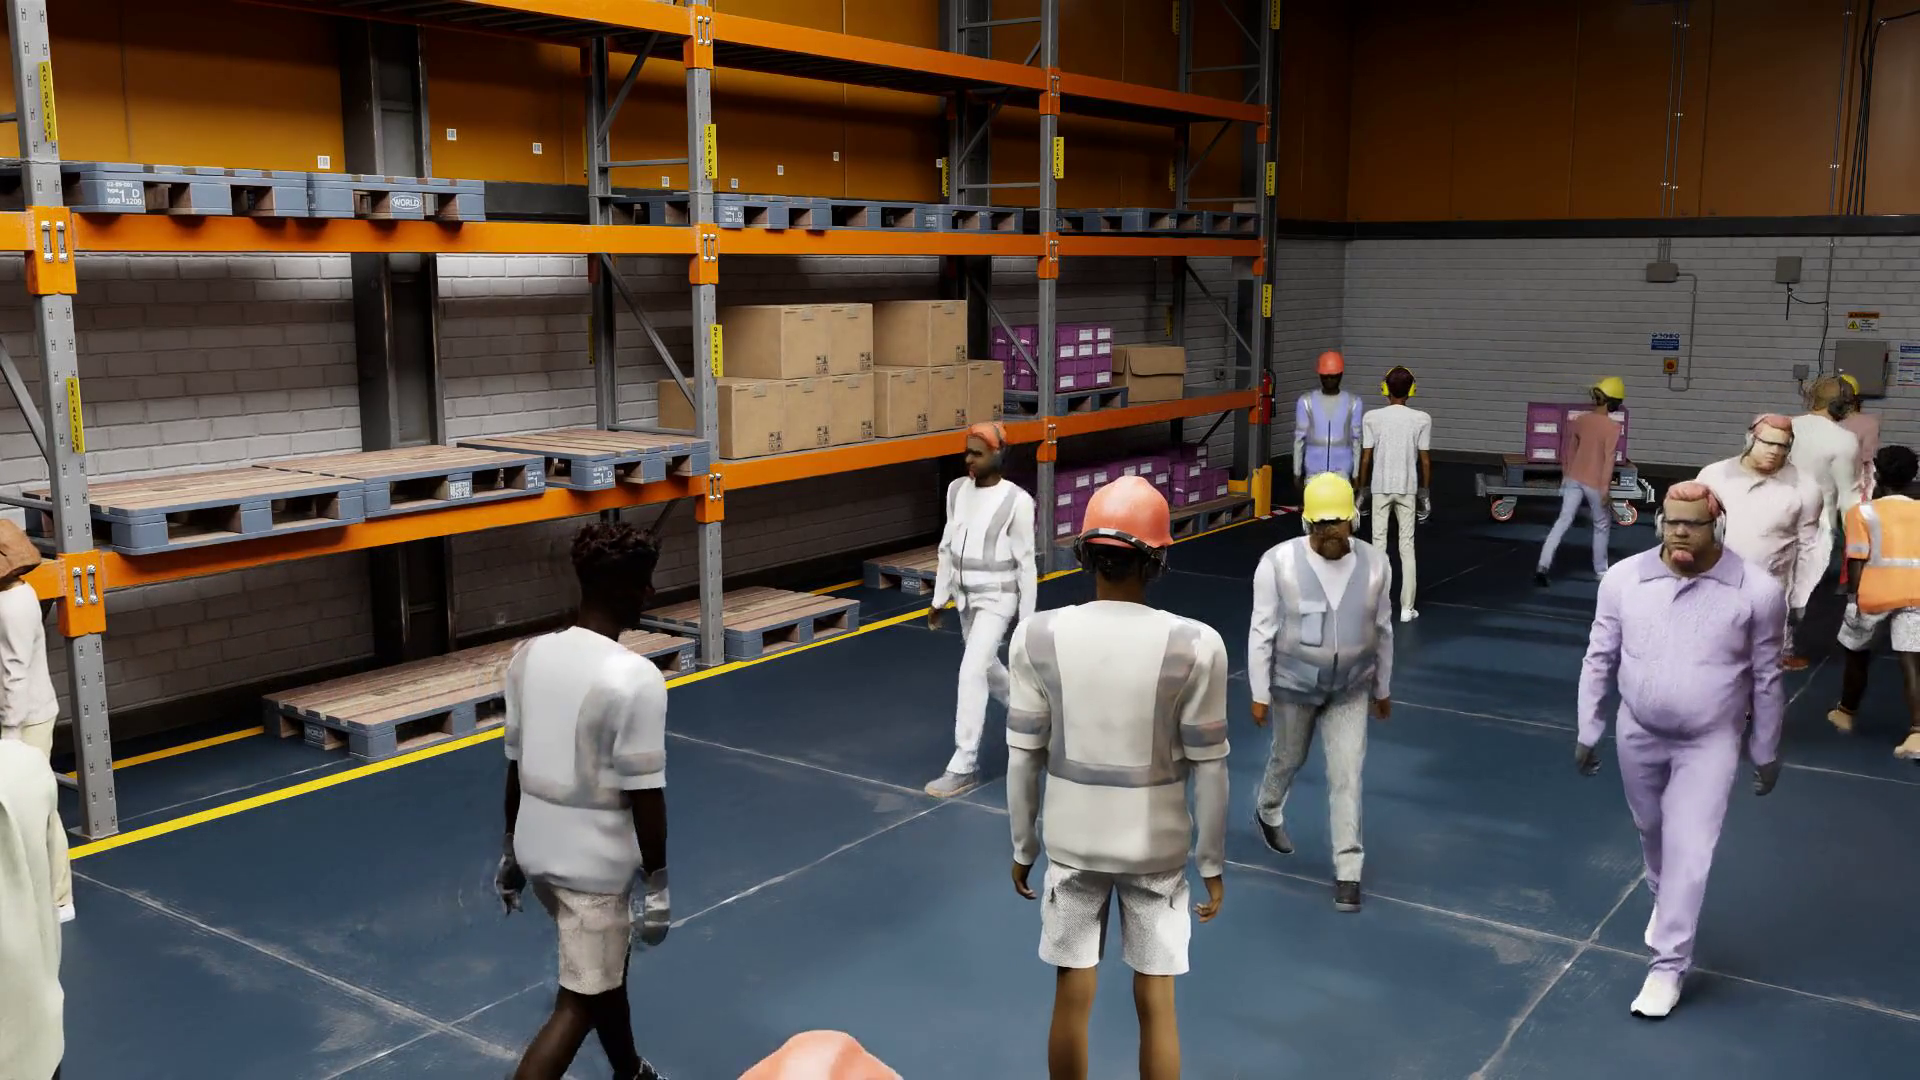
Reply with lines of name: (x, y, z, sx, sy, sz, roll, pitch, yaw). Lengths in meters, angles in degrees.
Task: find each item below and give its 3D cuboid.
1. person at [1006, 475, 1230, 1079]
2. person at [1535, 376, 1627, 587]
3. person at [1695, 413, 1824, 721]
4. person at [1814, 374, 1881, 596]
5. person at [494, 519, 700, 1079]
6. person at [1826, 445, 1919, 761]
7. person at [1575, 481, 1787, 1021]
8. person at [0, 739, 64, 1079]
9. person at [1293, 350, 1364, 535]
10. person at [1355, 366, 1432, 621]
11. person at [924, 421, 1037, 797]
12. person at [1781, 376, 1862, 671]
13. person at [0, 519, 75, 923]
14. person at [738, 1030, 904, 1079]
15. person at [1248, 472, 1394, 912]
person: (0.440, 0.837, 4.644, 0.612, 2.041, 0.394, 3, 10, 15)
person: (5.013, -0.463, 13.385, 0.897, 1.714, 0.597, -4, 10, -22)
person: (4.176, 0.232, 8.832, 0.657, 1.852, 1.009, 9, 13, 43)
person: (6.865, -0.411, 12.973, 0.566, 1.749, 0.541, -9, 13, -42)
person: (-1.122, 0.900, 4.683, 0.657, 1.917, 0.951, 8, 13, 41)
person: (4.989, 0.323, 8.905, 0.537, 1.649, 0.885, 1, 10, 6)
person: (2.609, 0.698, 6.056, 0.666, 1.860, 1.008, 8, 12, 39)
person: (-2.038, 1.074, 3.379, 0.396, 1.992, 0.623, 0, 10, 0)
person: (3.045, -0.627, 13.782, 0.553, 1.914, 0.829, 2, 10, 13)
person: (3.155, -0.334, 12.153, 0.565, 1.867, 0.332, 2, 10, 14)
person: (0.177, 0.309, 8.390, 0.928, 1.849, 0.576, -7, 12, -38)
person: (5.398, -0.087, 10.559, 0.484, 1.907, 0.643, -2, 10, -10)
person: (-3.726, 0.722, 6.578, 0.288, 1.626, 0.498, -6, 11, -31)
person: (-0.146, 1.412, 1.692, 0.558, 1.893, 0.897, 1, 10, 8)
person: (1.506, 0.574, 7.015, 0.634, 1.785, 0.908, 0, 10, -2)
